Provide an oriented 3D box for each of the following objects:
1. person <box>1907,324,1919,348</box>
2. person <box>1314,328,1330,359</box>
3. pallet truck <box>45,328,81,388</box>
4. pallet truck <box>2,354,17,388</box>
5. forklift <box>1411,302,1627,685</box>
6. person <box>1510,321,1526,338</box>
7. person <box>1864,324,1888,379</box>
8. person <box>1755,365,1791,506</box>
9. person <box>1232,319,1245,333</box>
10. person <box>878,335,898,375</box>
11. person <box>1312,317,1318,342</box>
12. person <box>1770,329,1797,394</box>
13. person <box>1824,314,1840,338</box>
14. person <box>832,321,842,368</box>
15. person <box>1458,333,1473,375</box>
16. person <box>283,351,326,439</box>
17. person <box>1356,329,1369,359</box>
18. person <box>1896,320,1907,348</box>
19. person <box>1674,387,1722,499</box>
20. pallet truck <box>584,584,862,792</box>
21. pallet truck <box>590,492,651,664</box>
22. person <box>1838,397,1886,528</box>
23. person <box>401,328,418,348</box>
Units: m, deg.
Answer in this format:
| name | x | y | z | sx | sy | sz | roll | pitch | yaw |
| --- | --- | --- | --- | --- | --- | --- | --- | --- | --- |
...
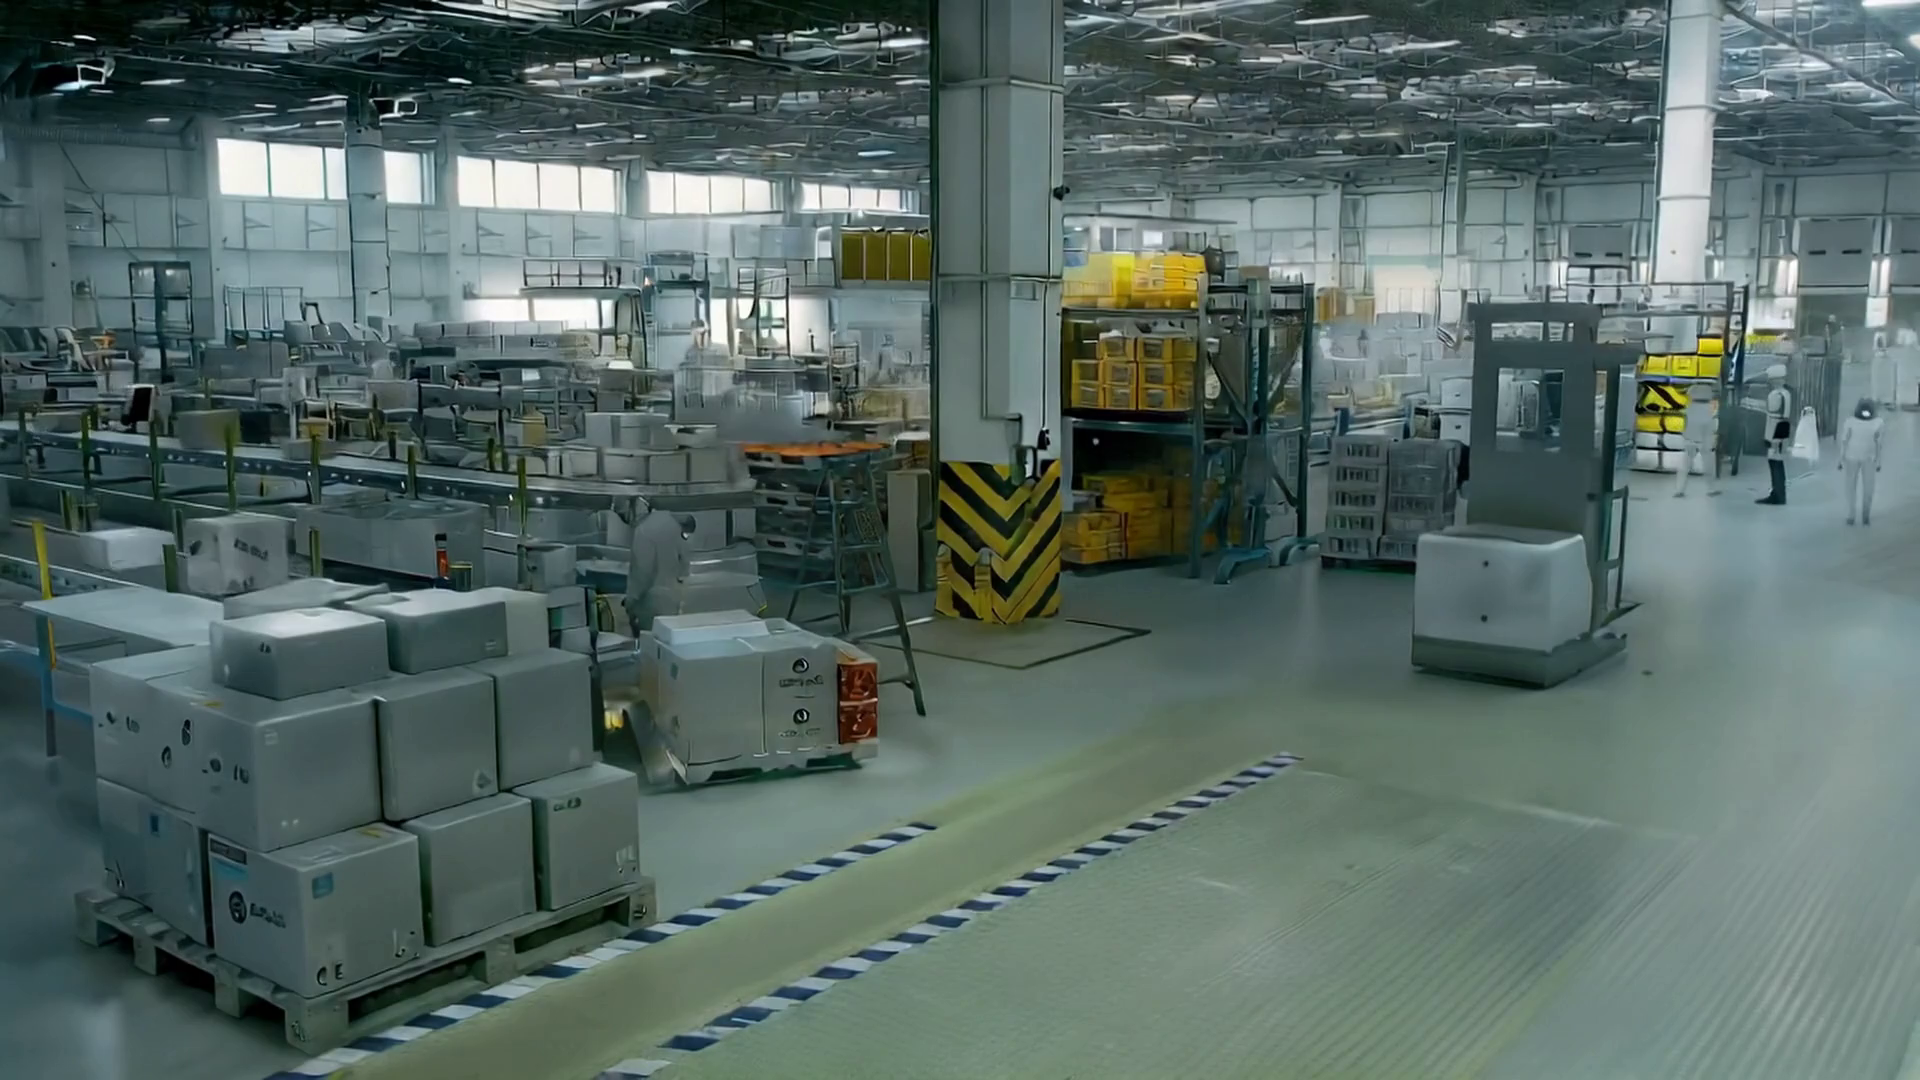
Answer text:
| name | x | y | z | sx | sy | sz | roll | pitch | yaw |
| --- | --- | --- | --- | --- | --- | --- | --- | --- | --- |
| person | 30.885 | -6.063 | 54.006 | 0.585 | 1.921 | 0.636 | 8 | 11 | 42 |
| person | 10.680 | -5.342 | 49.301 | 0.615 | 1.864 | 1.023 | -5 | 10 | -29 |
| pallet truck | -23.775 | -4.544 | 43.495 | 1.885 | 1.965 | 0.823 | 6 | 10 | 35 |
| pallet truck | -24.881 | -4.417 | 42.634 | 1.885 | 1.965 | 0.823 | 8 | 11 | 41 |
| forklift | 4.379 | -0.438 | 12.852 | 1.129 | 2.768 | 1.873 | 7 | 11 | 37 |
| person | 24.948 | -9.022 | 74.404 | 0.644 | 1.789 | 1.005 | 2 | 9 | 10 |
| person | 30.779 | -6.307 | 55.829 | 0.589 | 1.857 | 0.738 | -2 | 9 | -15 |
| person | 11.149 | -1.433 | 22.791 | 0.396 | 1.926 | 0.543 | 7 | 11 | 40 |
| person | 10.598 | -7.447 | 63.285 | 0.543 | 1.925 | 0.406 | 3 | 9 | 22 |
| person | -1.922 | -4.407 | 43.193 | 0.596 | 1.805 | 0.678 | -5 | 10 | -30 |
| person | 15.196 | -8.617 | 71.362 | 0.416 | 1.870 | 0.615 | -6 | 11 | -36 |
| person | 23.388 | -5.048 | 47.319 | 1.037 | 1.889 | 0.550 | -5 | 10 | -29 |
| person | 37.686 | -8.757 | 71.903 | 0.612 | 1.996 | 0.389 | 6 | 10 | 33 |
| person | -4.628 | -7.361 | 63.006 | 0.335 | 1.845 | 0.518 | 6 | 10 | 35 |
| person | 15.294 | -5.416 | 50.391 | 0.910 | 1.688 | 0.505 | -5 | 10 | -32 |
| person | -11.616 | -2.403 | 29.465 | 0.709 | 1.889 | 0.401 | -3 | 9 | -21 |
| person | 12.182 | -5.467 | 50.277 | 0.532 | 1.836 | 0.843 | -5 | 10 | -28 |
| person | 37.657 | -7.872 | 66.475 | 0.760 | 1.842 | 0.542 | -3 | 9 | -18 |
| person | 10.406 | -1.363 | 23.445 | 0.862 | 1.583 | 0.520 | -6 | 10 | -33 |
| pallet truck | -1.426 | 0.805 | 10.019 | 1.601 | 1.201 | 0.680 | -4 | 9 | -26 |
| pallet truck | -3.115 | 0.344 | 12.883 | 0.653 | 1.274 | 1.630 | 7 | 11 | 37 |
| person | 11.158 | -0.955 | 20.597 | 0.513 | 1.616 | 0.586 | 4 | 9 | 26 |
| person | -13.790 | -4.296 | 41.748 | 0.473 | 2.026 | 0.620 | -8 | 12 | -44 |
